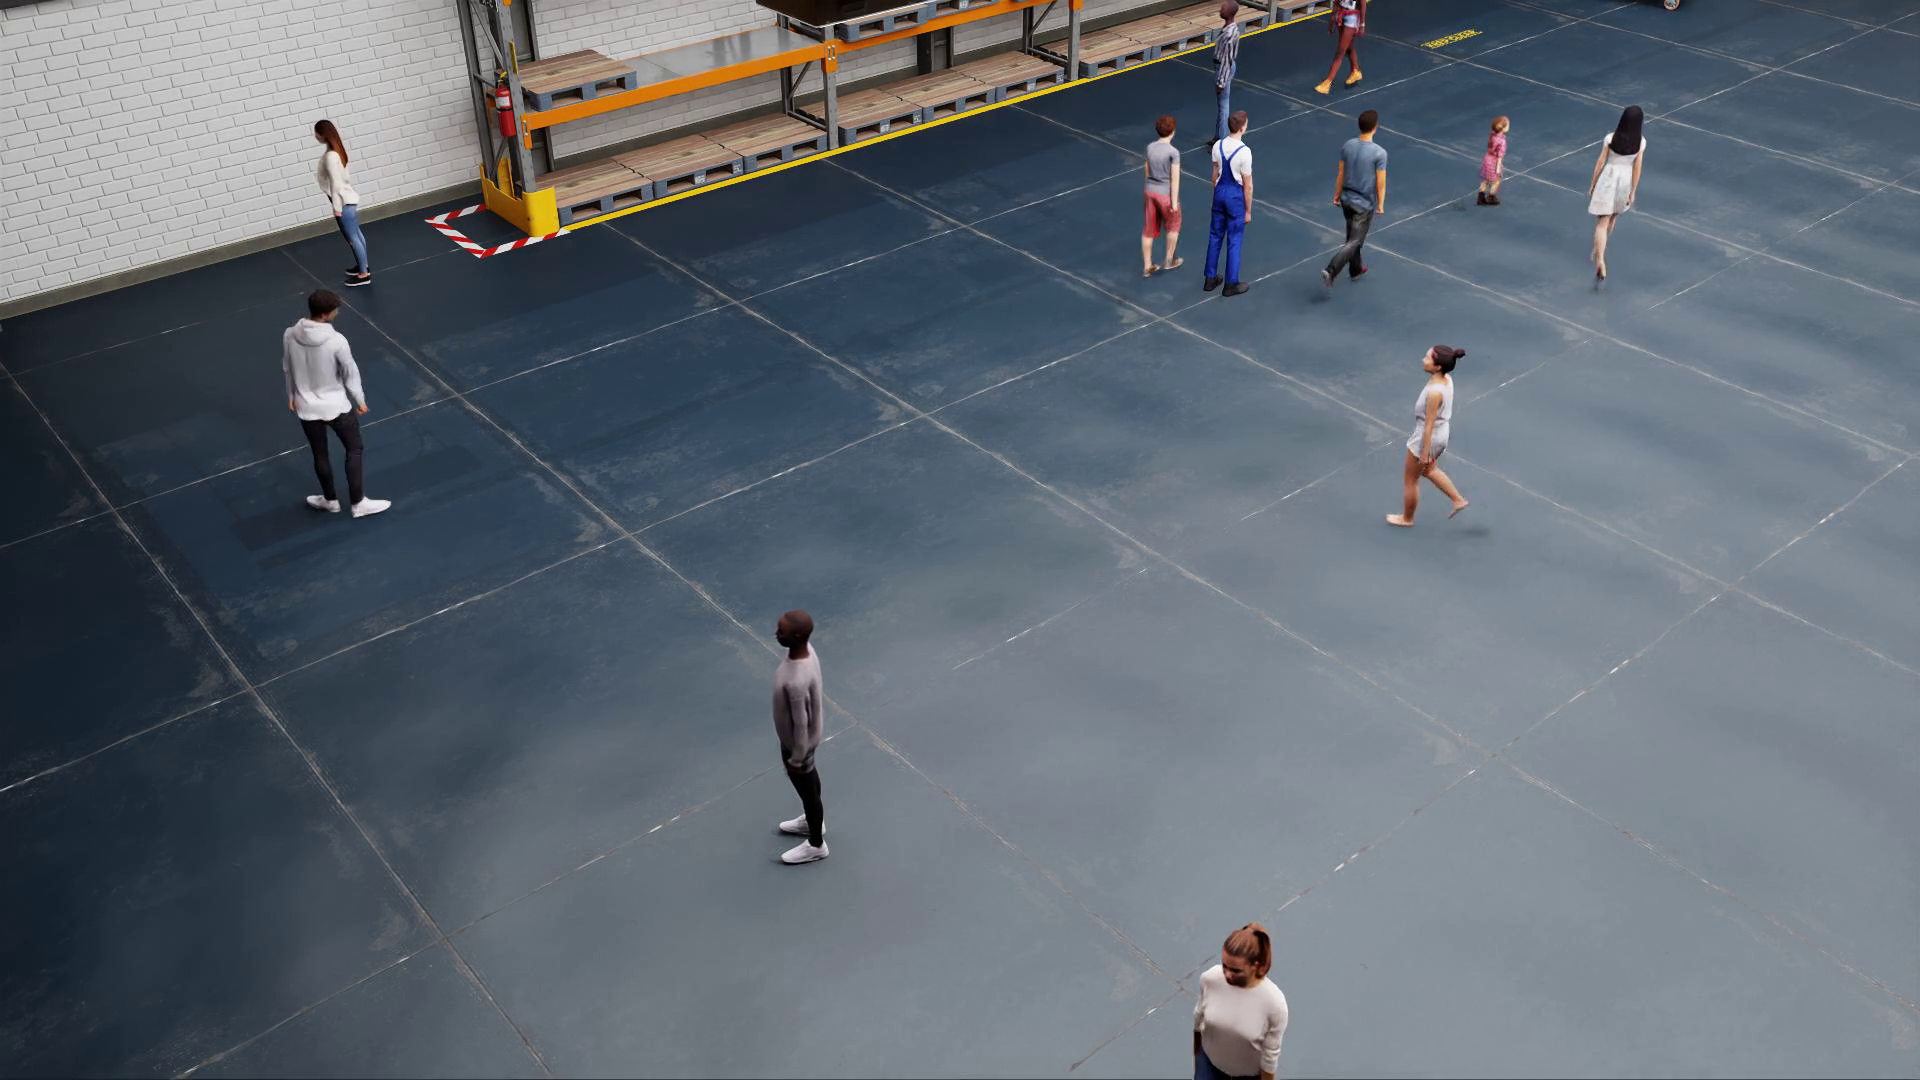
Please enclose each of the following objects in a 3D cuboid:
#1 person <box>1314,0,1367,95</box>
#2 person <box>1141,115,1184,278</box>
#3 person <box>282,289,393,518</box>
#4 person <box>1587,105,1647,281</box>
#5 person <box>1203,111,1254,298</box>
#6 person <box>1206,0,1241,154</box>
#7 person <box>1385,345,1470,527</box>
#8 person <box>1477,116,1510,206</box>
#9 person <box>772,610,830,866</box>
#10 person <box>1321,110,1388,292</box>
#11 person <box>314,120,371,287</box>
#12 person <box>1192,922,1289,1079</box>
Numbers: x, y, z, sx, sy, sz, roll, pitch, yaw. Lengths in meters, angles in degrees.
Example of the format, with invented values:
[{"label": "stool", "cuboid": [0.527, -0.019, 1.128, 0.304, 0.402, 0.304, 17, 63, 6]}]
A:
[{"label": "person", "cuboid": [5.074, -6.658, 21.557, 1.188, 1.676, 0.617, -24, 40, -31]}, {"label": "person", "cuboid": [1.969, -3.418, 16.716, 0.684, 1.637, 0.804, 23, 40, 31]}, {"label": "person", "cuboid": [-4.994, -1.043, 12.900, 0.873, 1.907, 0.988, -9, 35, -13]}, {"label": "person", "cuboid": [6.539, -3.437, 16.662, 1.031, 1.730, 1.219, 8, 35, 12]}, {"label": "person", "cuboid": [2.651, -3.322, 16.380, 0.646, 1.850, 0.595, 28, 43, 35]}, {"label": "person", "cuboid": [3.134, -5.492, 19.694, 0.749, 1.796, 0.680, 4, 34, 6]}, {"label": "person", "cuboid": [3.678, -0.766, 12.772, 0.814, 1.588, 0.854, 15, 37, 22]}, {"label": "person", "cuboid": [5.882, -4.198, 18.452, 0.568, 1.015, 0.521, -10, 35, -15]}, {"label": "person", "cuboid": [-0.921, 1.138, 9.740, 0.720, 1.772, 0.700, -3, 34, -5]}, {"label": "person", "cuboid": [3.879, -3.311, 16.428, 1.109, 1.778, 0.750, -29, 43, -36]}, {"label": "person", "cuboid": [-6.154, -3.376, 16.602, 0.710, 1.694, 0.703, -6, 34, -9]}, {"label": "person", "cuboid": [1.332, 2.442, 7.843, 0.831, 1.701, 1.082, 19, 38, 26]}]
